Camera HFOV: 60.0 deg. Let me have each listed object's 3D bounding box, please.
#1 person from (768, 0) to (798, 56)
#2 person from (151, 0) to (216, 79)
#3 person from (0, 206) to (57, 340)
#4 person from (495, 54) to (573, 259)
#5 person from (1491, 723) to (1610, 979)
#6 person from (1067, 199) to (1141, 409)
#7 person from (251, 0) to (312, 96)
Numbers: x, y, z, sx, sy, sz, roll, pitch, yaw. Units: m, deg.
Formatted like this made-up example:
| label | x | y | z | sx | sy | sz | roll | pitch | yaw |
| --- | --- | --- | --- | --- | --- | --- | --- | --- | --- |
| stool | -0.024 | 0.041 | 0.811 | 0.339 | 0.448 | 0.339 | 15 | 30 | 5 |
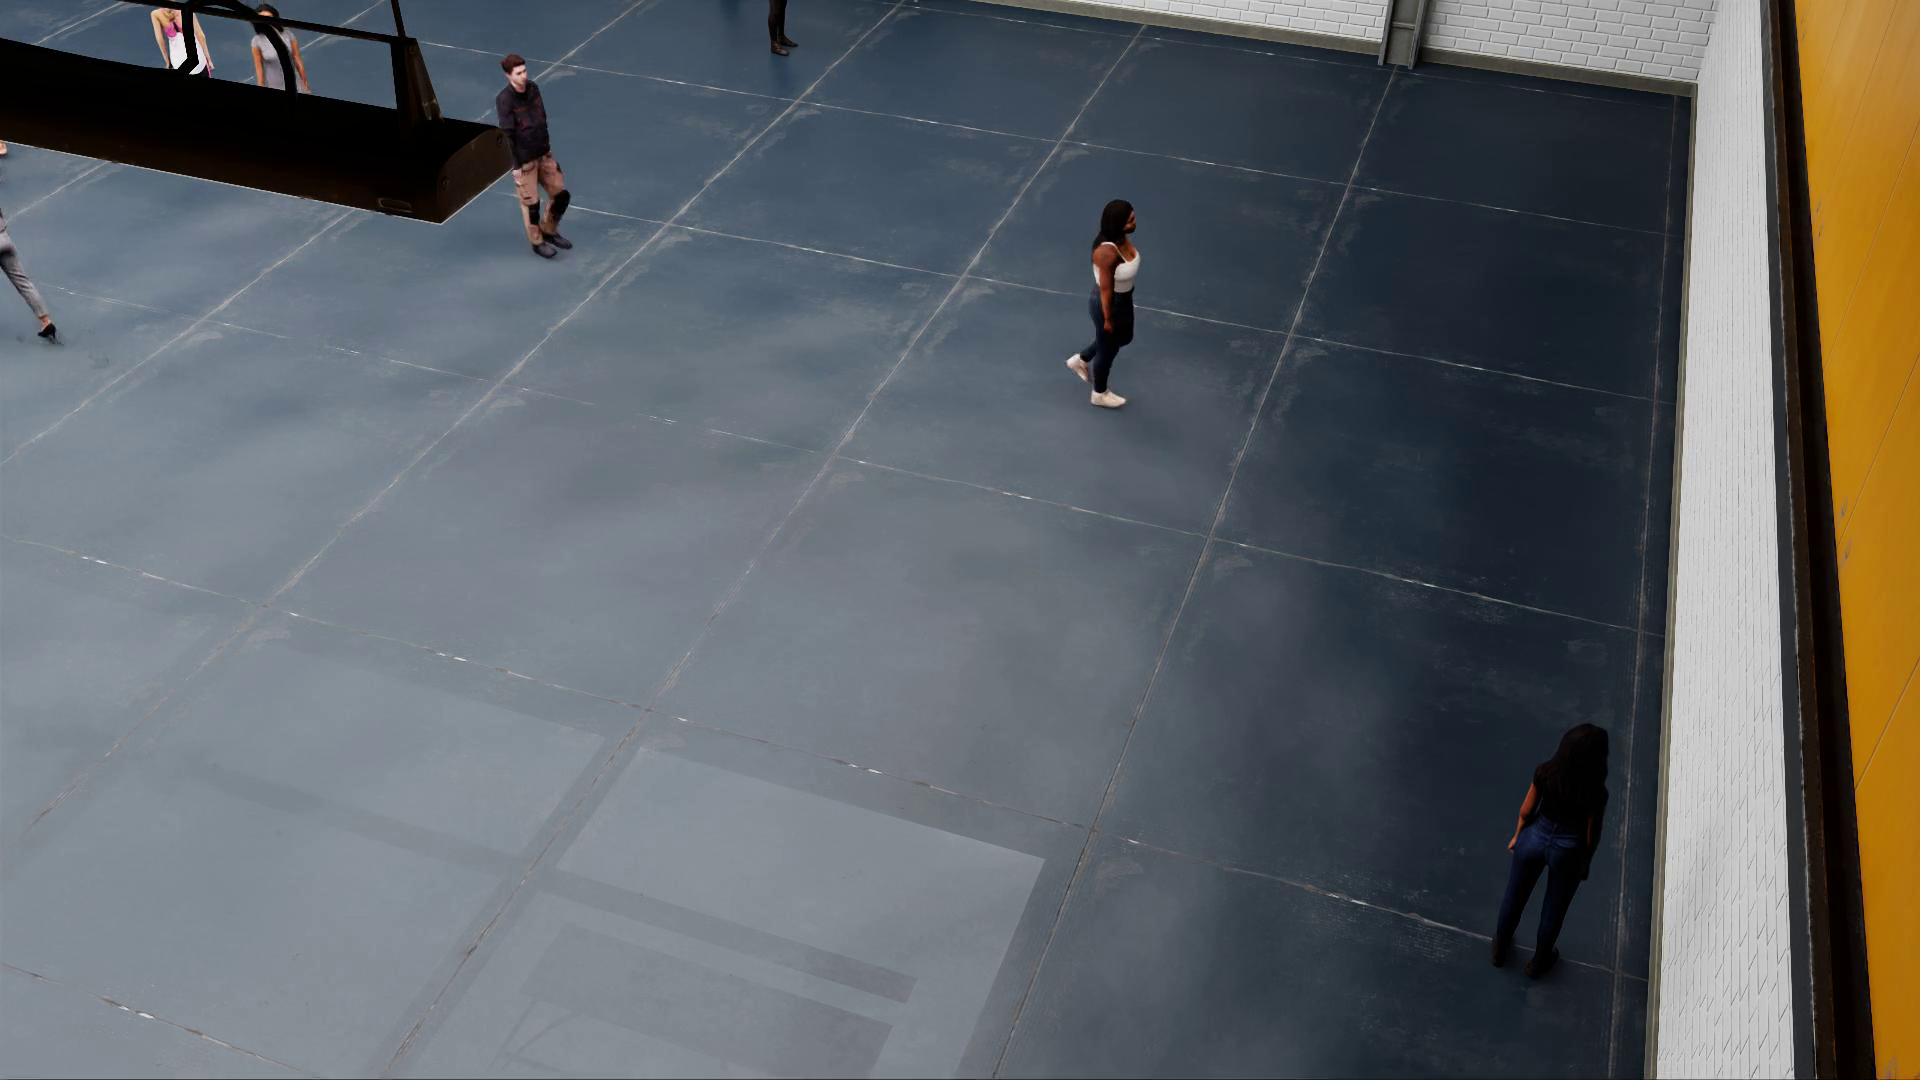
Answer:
| label | x | y | z | sx | sy | sz | roll | pitch | yaw |
| --- | --- | --- | --- | --- | --- | --- | --- | --- | --- |
| person | -2.071 | -6.336 | 18.753 | 0.491 | 1.642 | 0.567 | 12 | 40 | 14 |
| person | -7.700 | -4.728 | 16.621 | 0.622 | 1.788 | 0.741 | -6 | 39 | -7 |
| person | -7.955 | -2.359 | 13.792 | 1.114 | 1.618 | 0.668 | 15 | 41 | 18 |
| person | -3.909 | -3.458 | 14.931 | 0.754 | 1.914 | 0.784 | 23 | 44 | 26 |
| person | 3.089 | 1.633 | 8.697 | 0.530 | 1.738 | 0.674 | 21 | 43 | 24 |
| person | 1.085 | -1.851 | 13.009 | 0.767 | 1.802 | 0.622 | 13 | 40 | 16 |
| person | -6.575 | -4.355 | 16.203 | 1.090 | 1.728 | 1.158 | -17 | 41 | -20 |
